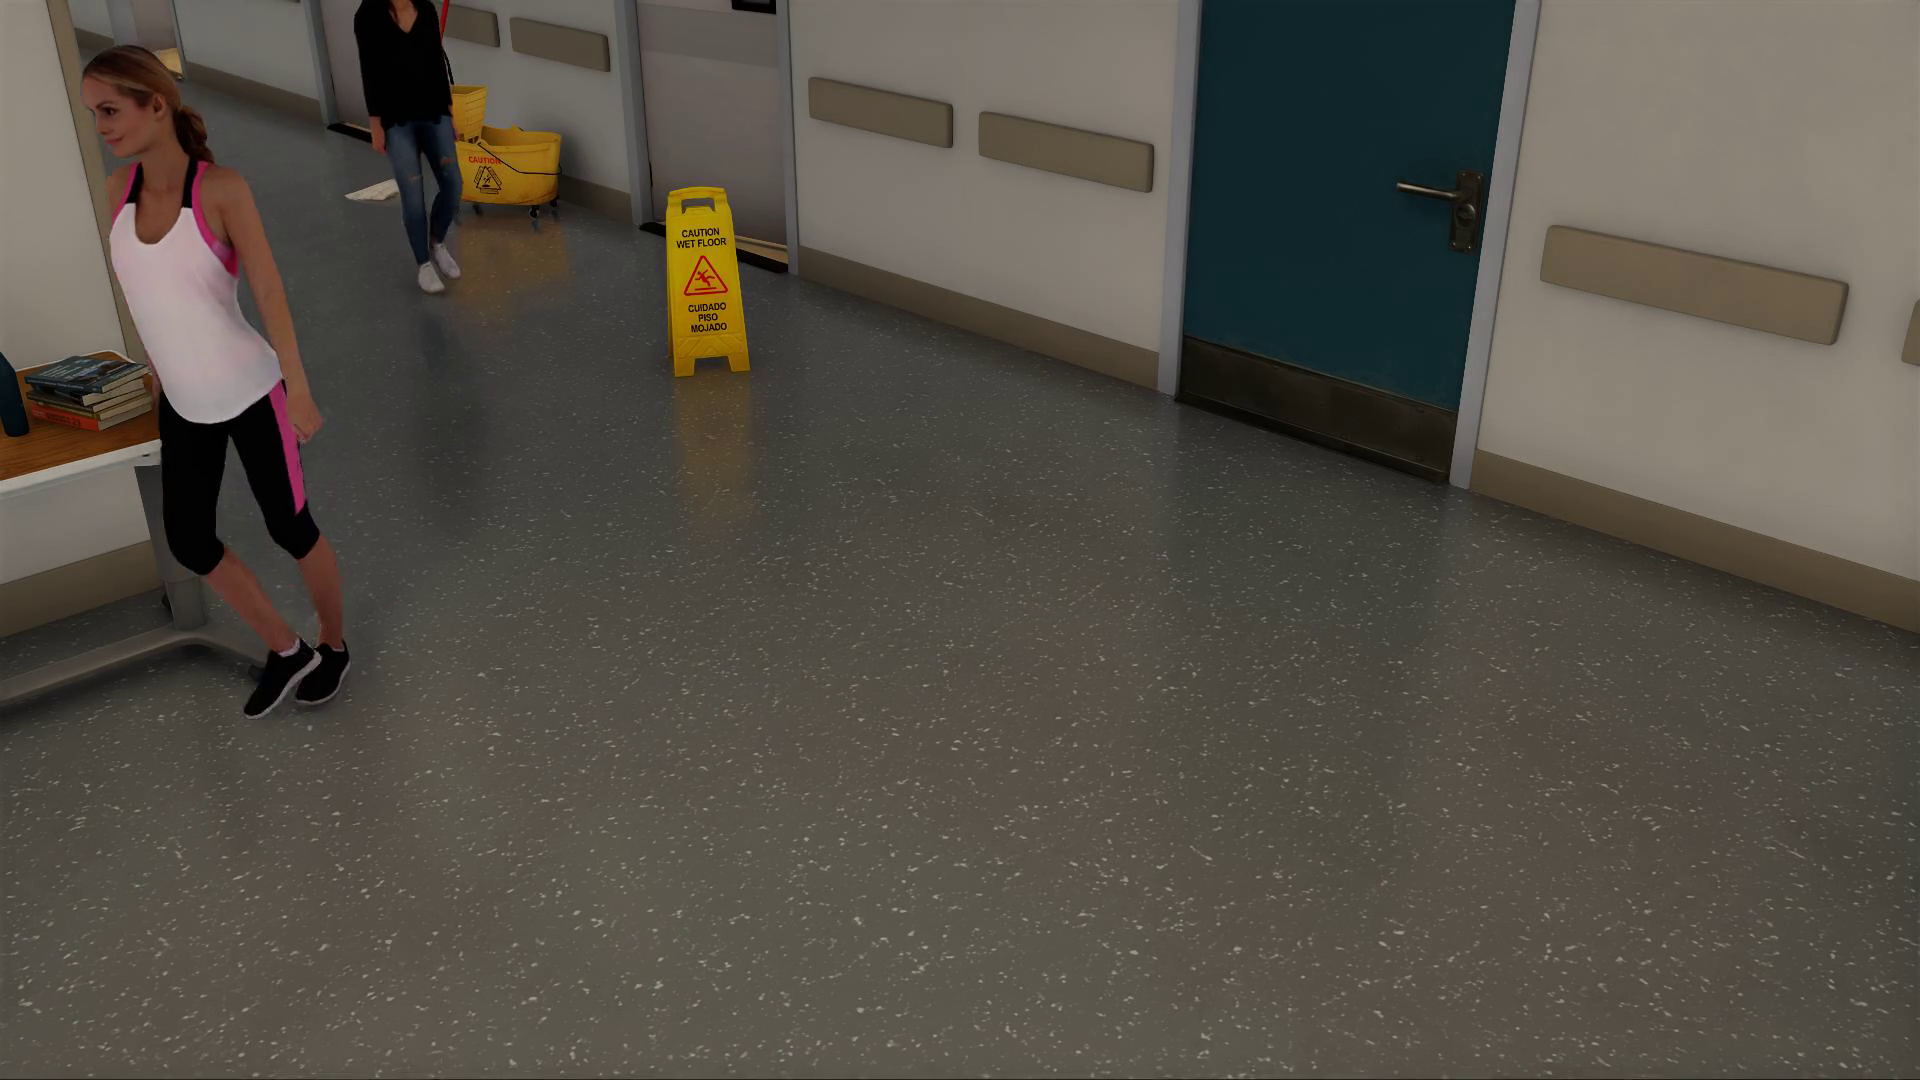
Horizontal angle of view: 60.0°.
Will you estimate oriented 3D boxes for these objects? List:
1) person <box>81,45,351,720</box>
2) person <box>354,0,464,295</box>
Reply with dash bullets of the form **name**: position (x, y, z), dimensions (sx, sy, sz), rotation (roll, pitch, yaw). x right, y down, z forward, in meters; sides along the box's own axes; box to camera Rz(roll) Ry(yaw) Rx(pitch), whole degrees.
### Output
- **person**: position (-1.859, -0.384, 4.322), dimensions (0.809, 1.765, 0.927), rotation (5, 26, 11)
- **person**: position (-2.587, -1.985, 7.790), dimensions (0.620, 1.636, 0.622), rotation (-18, 31, -33)
